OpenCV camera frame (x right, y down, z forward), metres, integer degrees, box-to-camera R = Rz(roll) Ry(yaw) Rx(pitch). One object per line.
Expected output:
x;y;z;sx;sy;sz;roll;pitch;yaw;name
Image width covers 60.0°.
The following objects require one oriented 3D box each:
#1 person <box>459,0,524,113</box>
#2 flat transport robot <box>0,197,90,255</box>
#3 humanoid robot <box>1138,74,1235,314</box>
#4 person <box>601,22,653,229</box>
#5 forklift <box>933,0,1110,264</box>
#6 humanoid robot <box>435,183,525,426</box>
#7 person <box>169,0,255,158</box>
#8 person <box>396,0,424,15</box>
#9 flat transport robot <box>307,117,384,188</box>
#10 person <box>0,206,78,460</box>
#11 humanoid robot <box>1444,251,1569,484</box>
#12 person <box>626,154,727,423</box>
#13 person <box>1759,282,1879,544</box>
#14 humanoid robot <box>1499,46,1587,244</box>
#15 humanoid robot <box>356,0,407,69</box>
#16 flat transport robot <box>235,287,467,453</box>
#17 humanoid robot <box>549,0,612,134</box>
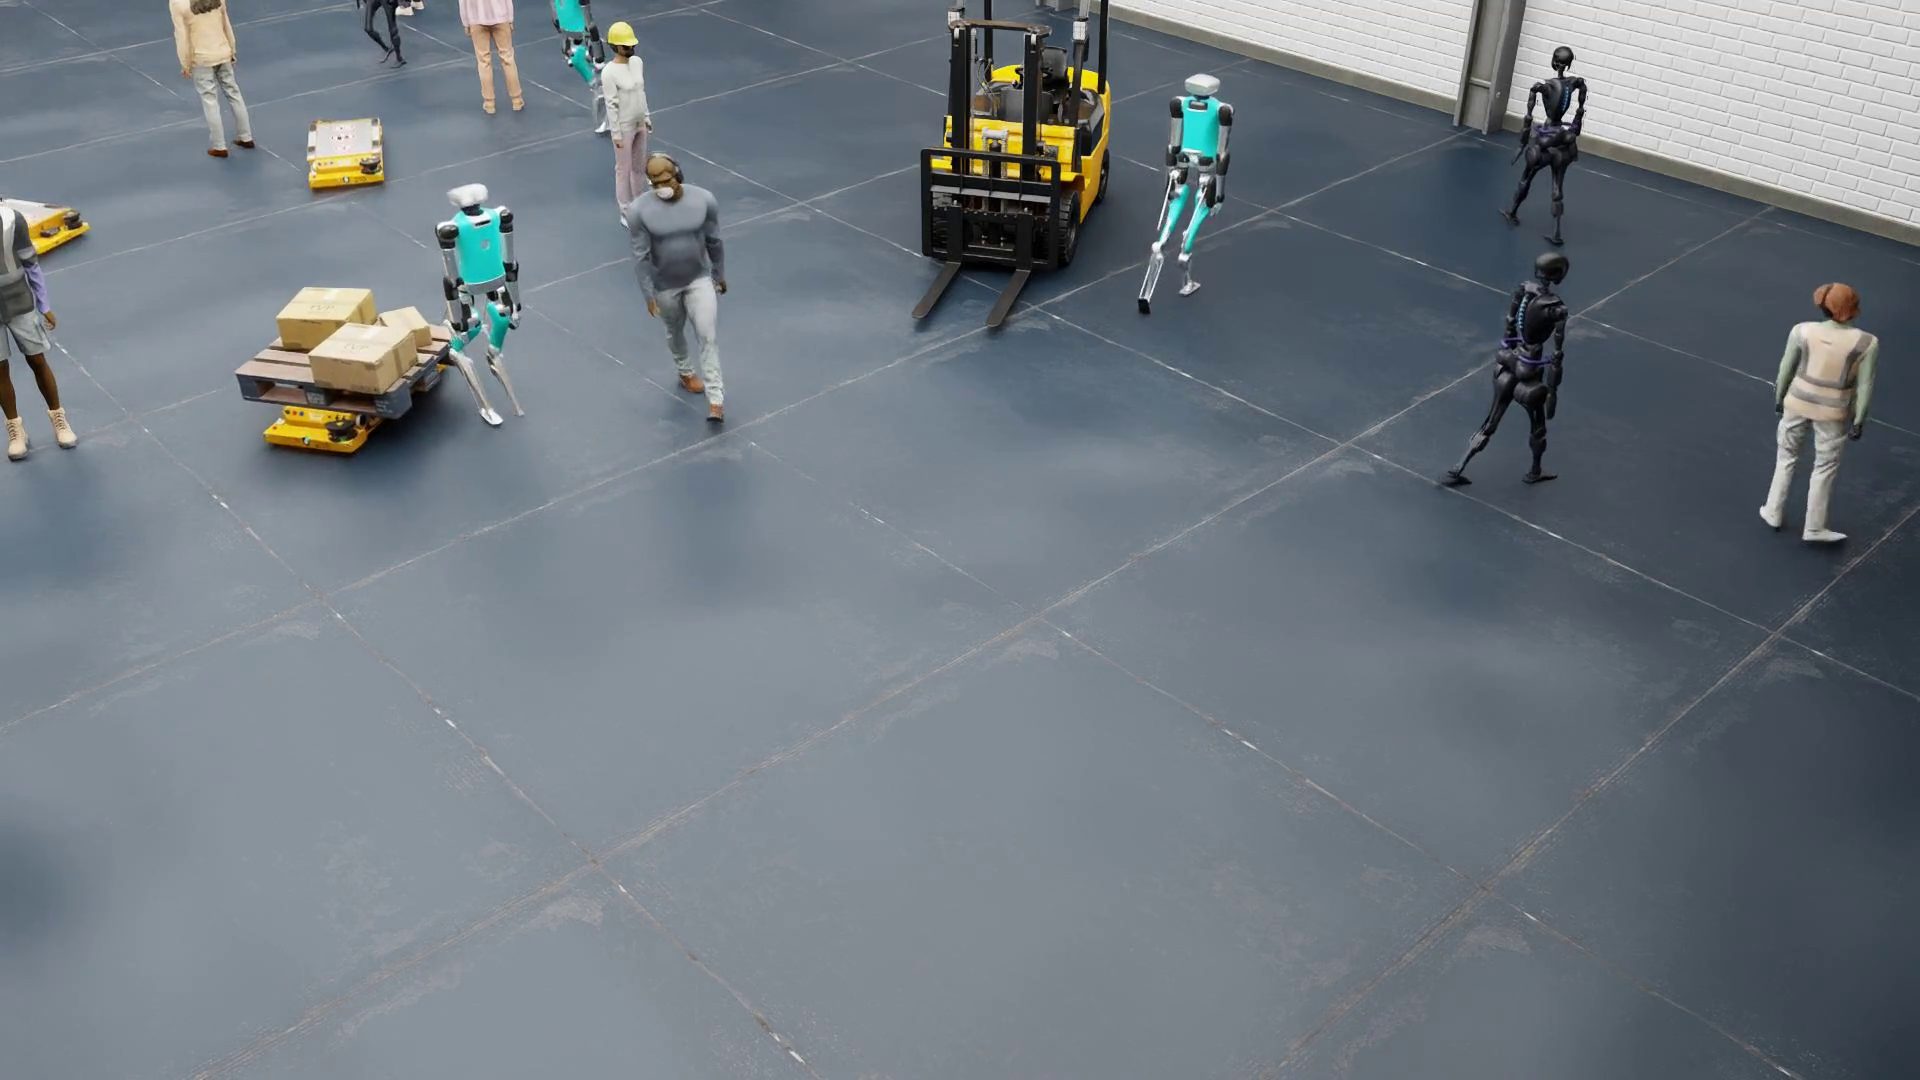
-4.759;-5.206;16.789;0.524;1.780;0.407;-9;34;-13;person
-8.339;-2.715;14.346;1.431;0.231;0.659;10;34;15;flat transport robot
1.674;-2.607;12.863;0.557;1.791;0.937;20;38;28;humanoid robot
-2.818;-3.548;14.254;0.312;1.768;0.524;14;36;21;person
0.570;-3.725;14.138;1.214;2.155;2.313;9;34;13;forklift
-3.302;-1.573;11.276;0.547;1.829;0.696;-28;42;-36;humanoid robot
-7.096;-4.569;15.731;0.395;1.871;0.583;22;39;30;person
-6.736;-7.230;19.832;0.435;1.859;0.789;5;33;8;person
-5.865;-3.717;15.886;0.659;0.231;1.431;-9;34;-14;flat transport robot
-6.261;-1.497;10.860;0.604;2.033;0.391;-16;36;-23;person
3.562;-1.067;10.583;0.776;1.653;0.590;-11;35;-16;humanoid robot
-1.891;-1.733;11.357;0.640;1.888;0.999;-9;34;-14;person
5.246;-0.760;10.110;0.644;1.605;0.389;25;40;33;person
5.005;-3.373;14.107;0.589;1.623;0.783;-8;34;-12;humanoid robot
-6.302;-5.962;18.044;0.612;1.652;0.336;9;34;13;humanoid robot
-4.263;-1.068;11.814;0.659;0.231;1.431;7;34;11;flat transport robot
-3.547;-4.725;16.158;0.541;1.832;0.815;20;38;28;humanoid robot
